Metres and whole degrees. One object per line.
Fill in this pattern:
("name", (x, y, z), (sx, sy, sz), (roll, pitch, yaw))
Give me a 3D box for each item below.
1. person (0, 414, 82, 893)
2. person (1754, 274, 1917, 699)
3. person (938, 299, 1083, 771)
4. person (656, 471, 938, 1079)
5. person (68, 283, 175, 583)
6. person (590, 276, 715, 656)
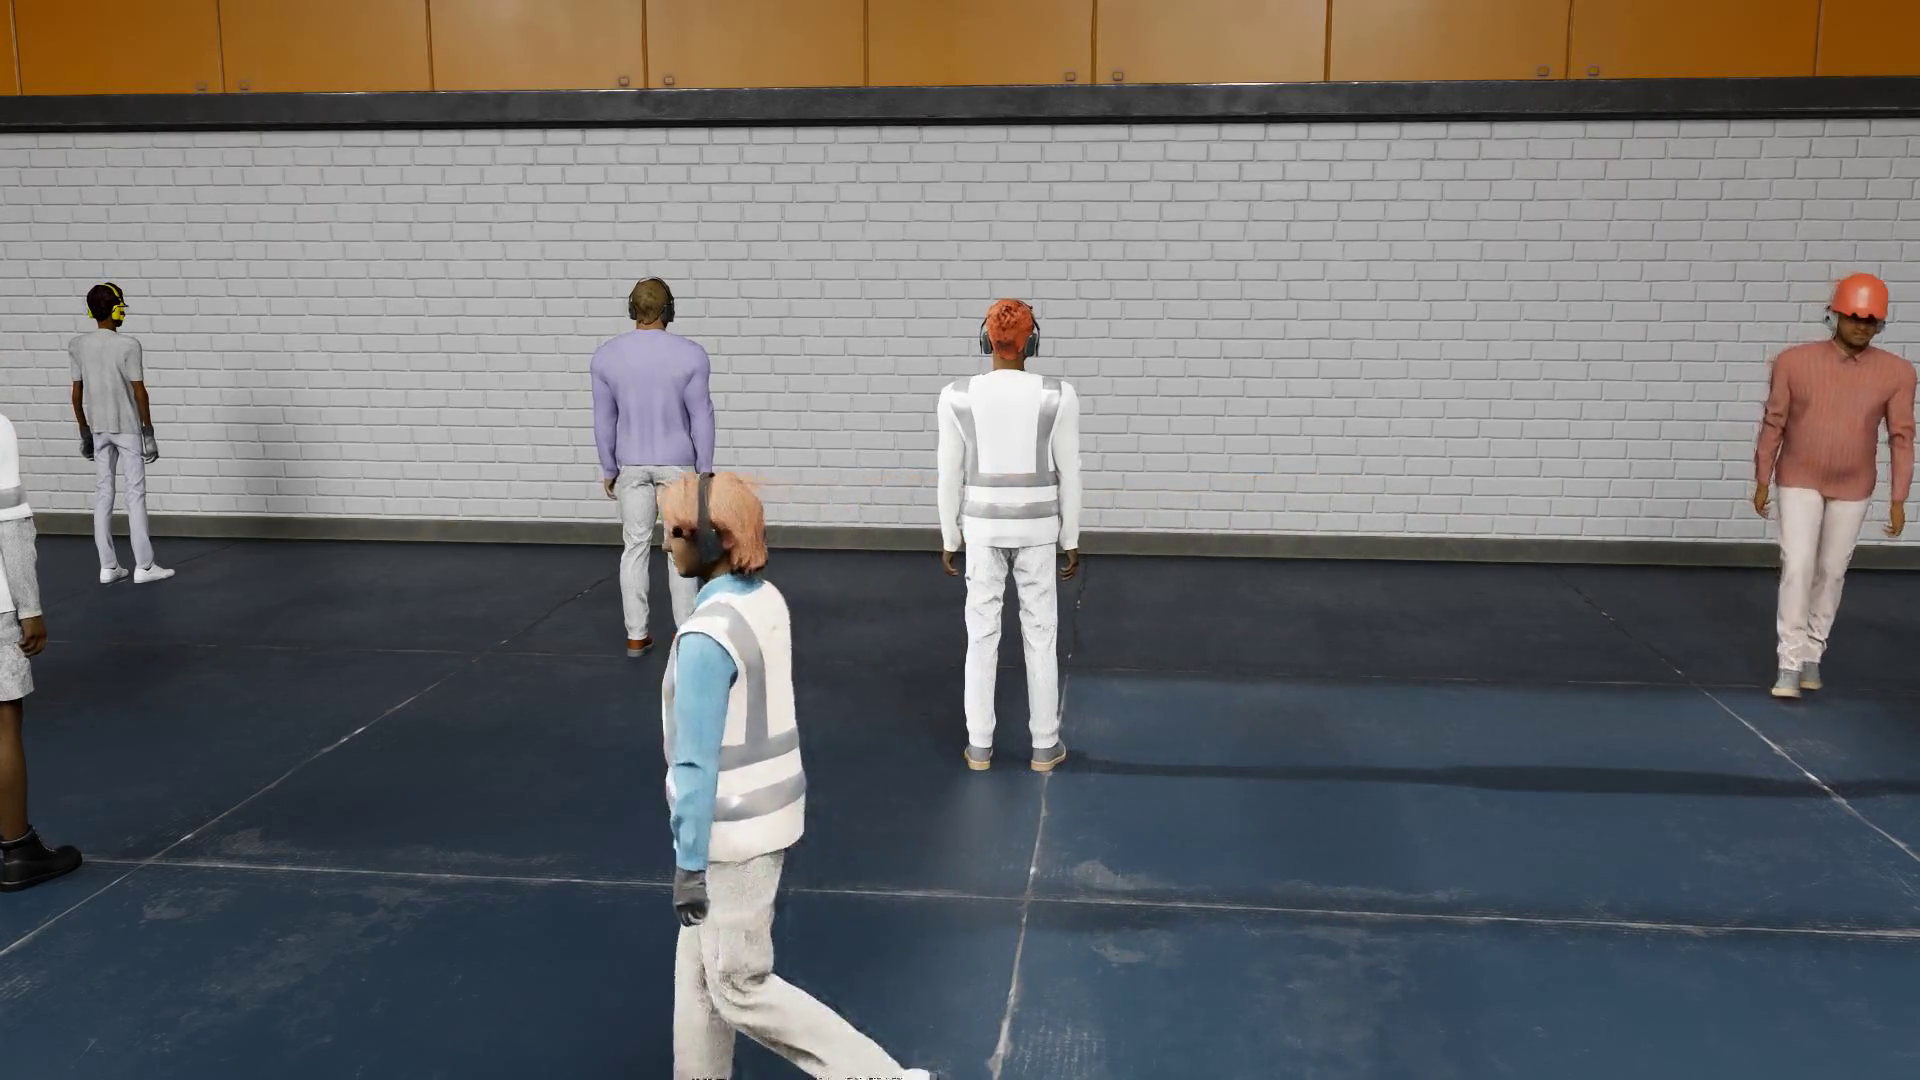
("person", (-3.207, 0.186, 5.371), (0.542, 1.929, 0.368), (1, 10, 6))
("person", (4.006, -0.223, 7.614), (0.639, 1.953, 0.836), (3, 10, 17))
("person", (0.200, -0.009, 6.617), (0.573, 1.883, 0.356), (1, 10, 6))
("person", (-0.422, 0.647, 3.655), (0.694, 1.614, 0.512), (1, 10, 7))
("person", (-5.250, -0.659, 10.375), (0.510, 1.872, 0.329), (1, 10, 6))
("person", (-1.545, -0.361, 8.474), (0.628, 1.940, 0.373), (1, 10, 6))
